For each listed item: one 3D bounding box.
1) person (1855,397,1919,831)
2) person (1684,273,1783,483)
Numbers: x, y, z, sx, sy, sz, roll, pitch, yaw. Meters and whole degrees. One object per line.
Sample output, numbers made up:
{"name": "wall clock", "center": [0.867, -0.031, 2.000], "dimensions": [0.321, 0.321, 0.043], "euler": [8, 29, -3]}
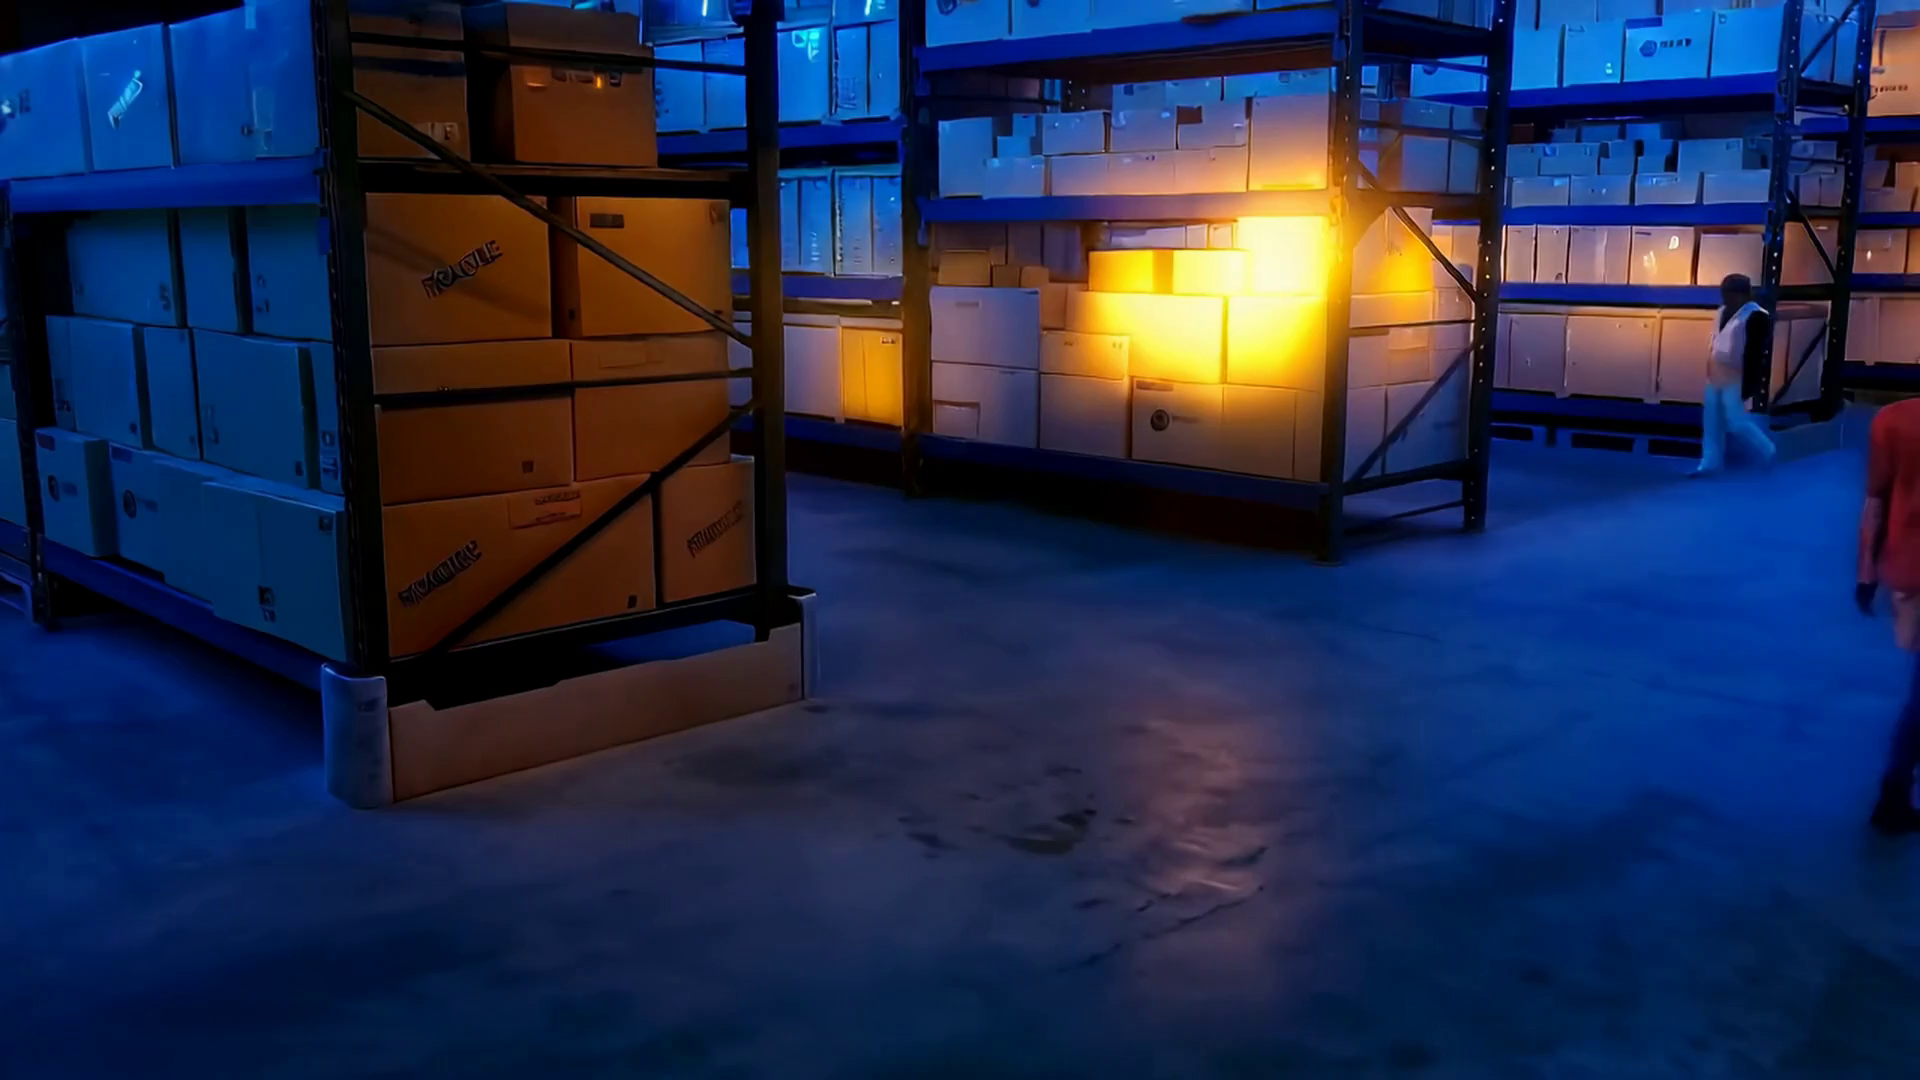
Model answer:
{"name": "person", "center": [3.613, 0.089, 6.112], "dimensions": [1.043, 1.884, 0.549], "euler": [-8, 13, -37]}
{"name": "person", "center": [6.682, -1.377, 14.262], "dimensions": [0.722, 1.818, 0.634], "euler": [-2, 11, -12]}
